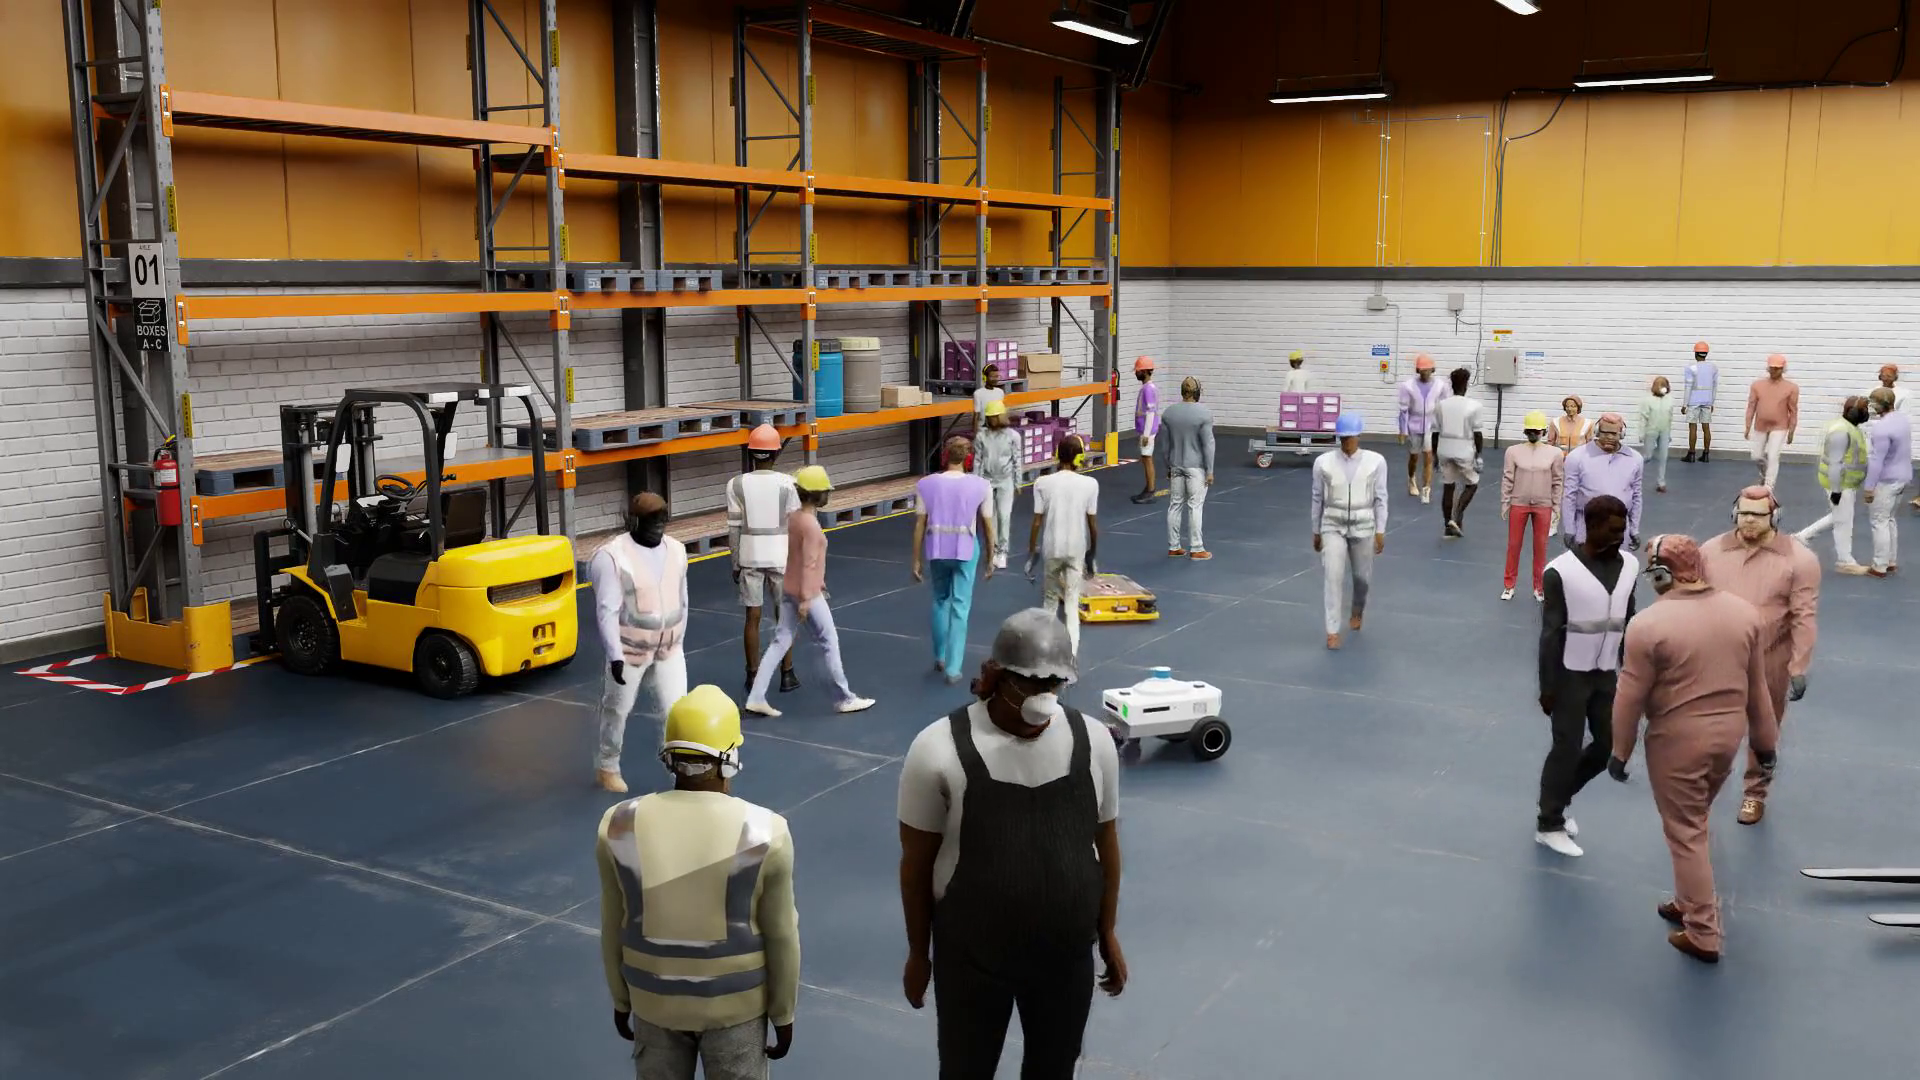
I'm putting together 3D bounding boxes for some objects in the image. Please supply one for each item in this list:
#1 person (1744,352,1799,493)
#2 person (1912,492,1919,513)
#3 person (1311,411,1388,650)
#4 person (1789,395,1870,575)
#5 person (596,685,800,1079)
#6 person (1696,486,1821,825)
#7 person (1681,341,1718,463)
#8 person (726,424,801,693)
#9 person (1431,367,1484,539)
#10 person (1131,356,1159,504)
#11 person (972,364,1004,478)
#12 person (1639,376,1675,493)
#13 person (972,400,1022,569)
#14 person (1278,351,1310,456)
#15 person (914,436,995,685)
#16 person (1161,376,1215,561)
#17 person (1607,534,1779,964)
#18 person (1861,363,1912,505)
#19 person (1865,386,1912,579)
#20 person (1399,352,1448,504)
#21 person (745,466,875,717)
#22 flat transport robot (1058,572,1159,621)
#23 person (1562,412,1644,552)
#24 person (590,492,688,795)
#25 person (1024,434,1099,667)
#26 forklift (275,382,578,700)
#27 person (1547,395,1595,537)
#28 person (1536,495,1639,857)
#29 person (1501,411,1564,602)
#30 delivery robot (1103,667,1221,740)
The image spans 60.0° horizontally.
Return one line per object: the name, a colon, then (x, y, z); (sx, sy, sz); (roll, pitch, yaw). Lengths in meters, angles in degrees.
person: (10.786, -1.509, 22.091); (0.630, 1.978, 0.689); (8, 12, 40)
person: (12.352, -1.257, 20.609); (0.987, 1.961, 0.622); (-2, 9, -10)
person: (3.165, -0.110, 13.550); (0.608, 1.921, 0.842); (2, 9, 11)
person: (8.790, -0.564, 16.729); (0.719, 1.812, 0.665); (7, 12, 38)
person: (-0.753, 1.327, 4.874); (0.590, 1.826, 0.403); (1, 9, 5)
person: (4.184, 0.659, 8.885); (0.666, 1.870, 0.914); (7, 11, 37)
person: (11.765, -2.196, 26.502); (0.543, 1.939, 0.370); (-1, 9, -5)
person: (-1.387, 0.138, 11.934); (0.544, 1.939, 0.354); (0, 9, 0)
person: (5.631, -0.972, 18.811); (0.641, 1.952, 0.417); (7, 12, 38)
person: (2.412, -1.439, 21.778); (0.372, 1.934, 0.551); (1, 9, 6)
person: (0.376, -1.324, 21.329); (0.531, 1.855, 0.328); (-8, 12, -40)
person: (9.606, -1.476, 23.025); (0.506, 1.616, 0.630); (-2, 9, -10)
person: (0.354, -0.565, 16.983); (0.502, 1.722, 0.602); (3, 10, 21)
person: (5.546, -2.284, 27.713); (0.543, 1.711, 0.894); (-6, 11, -35)
person: (-0.022, 0.132, 12.372); (0.575, 1.813, 0.793); (2, 9, 11)
person: (2.404, -0.749, 17.467); (0.634, 1.939, 0.367); (8, 12, 40)
person: (3.207, 0.897, 7.415); (0.722, 1.865, 0.730); (-3, 9, -16)
person: (12.083, -1.385, 21.713); (0.580, 1.864, 0.721); (7, 12, 39)
person: (9.141, -0.558, 16.404); (0.687, 1.922, 0.414); (-9, 13, -43)
person: (6.144, -1.509, 22.086); (0.616, 1.998, 1.046); (2, 9, 13)
person: (-1.059, 0.356, 11.257); (0.895, 1.725, 0.532); (-4, 10, -26)
flat transport robot: (1.273, 0.494, 14.897); (0.652, 0.197, 1.431); (-2, 9, -10)
person: (5.201, -0.087, 13.462); (0.640, 1.901, 0.401); (0, 9, 2)
person: (-1.780, 0.620, 9.410); (0.639, 1.795, 0.985); (-7, 12, -39)
person: (0.755, 0.125, 12.376); (0.548, 1.836, 0.845); (1, 9, 5)
forklift: (-3.974, -0.067, 12.417); (2.313, 2.155, 1.214); (5, 11, 30)
person: (6.936, -0.834, 18.933); (0.523, 1.638, 0.311); (4, 10, 26)
person: (3.224, 0.686, 8.684); (0.603, 1.891, 0.526); (-4, 10, -25)
person: (5.237, -0.306, 15.249); (0.533, 1.765, 0.323); (2, 9, 15)
delivery robot: (1.256, 1.034, 10.356); (0.707, 0.478, 0.477); (-3, 10, -20)
